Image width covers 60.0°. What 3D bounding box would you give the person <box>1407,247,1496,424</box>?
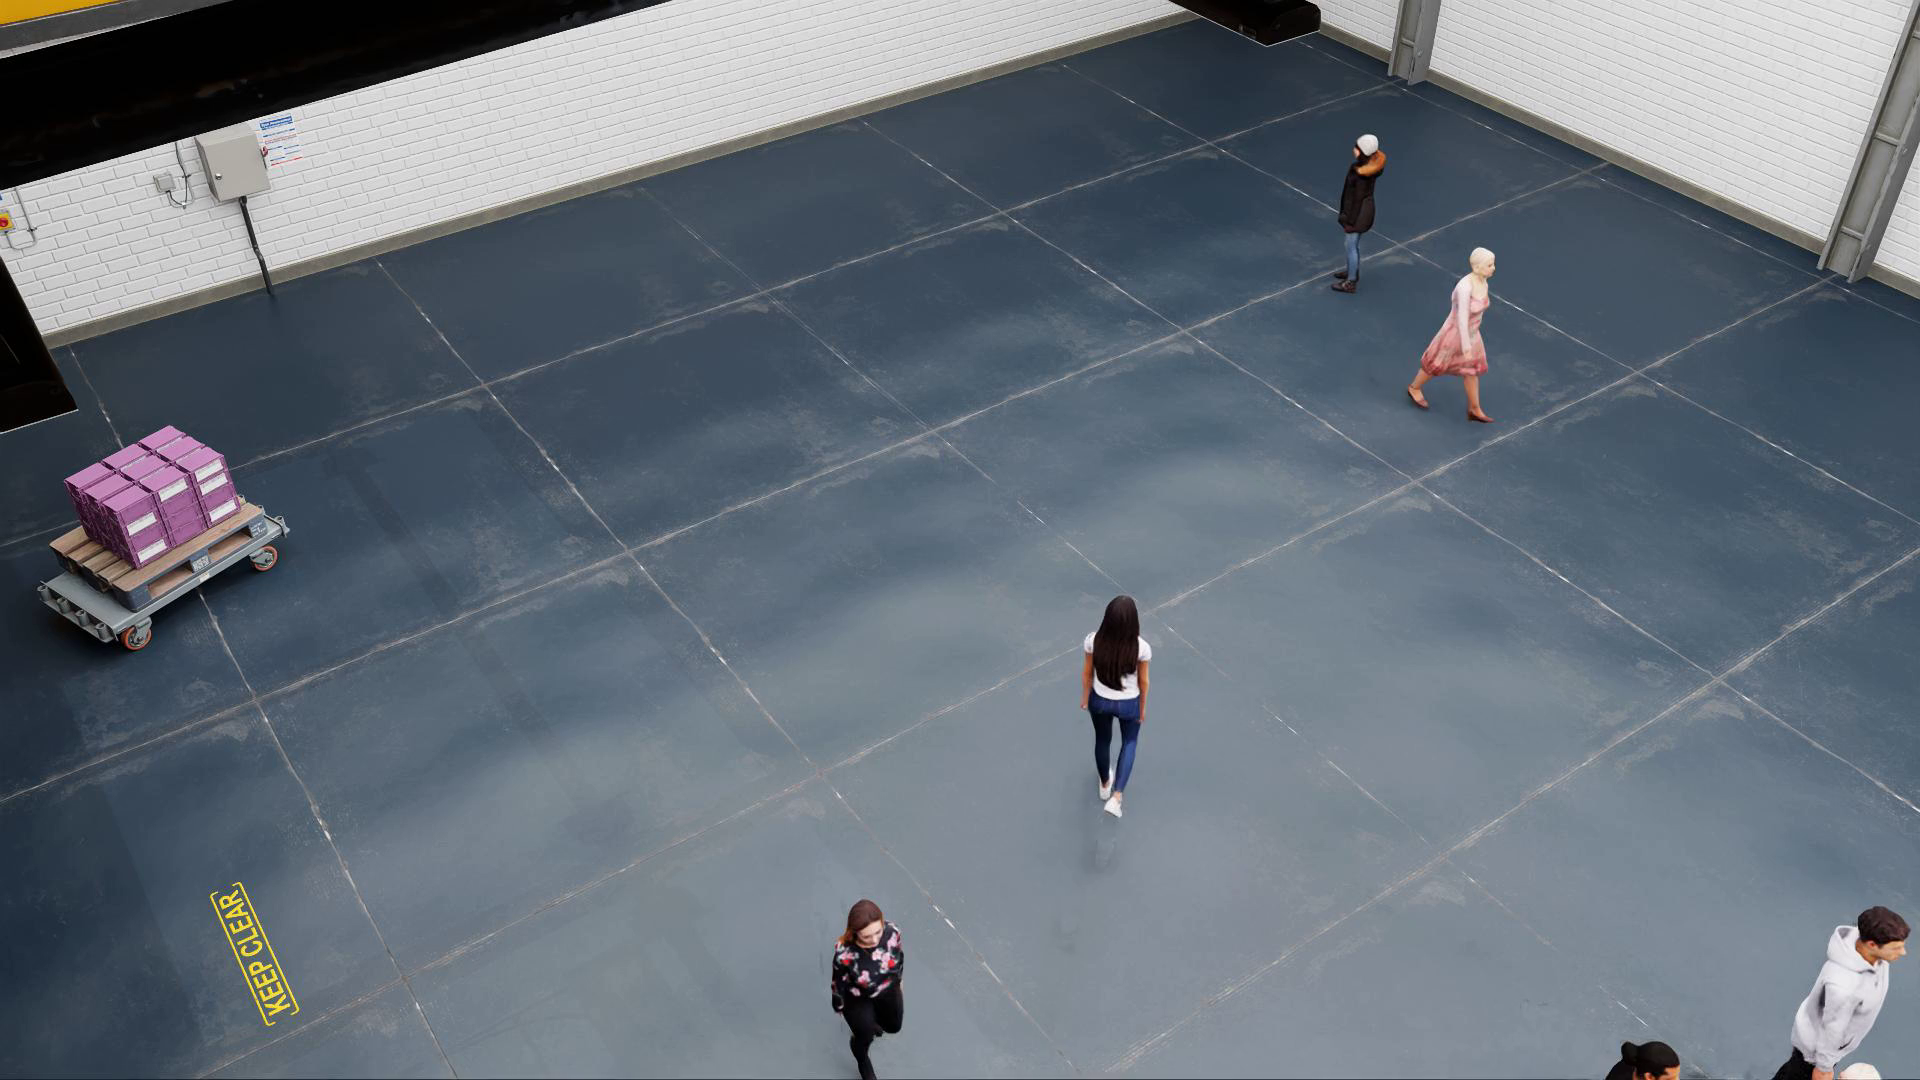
[{"bbox_3d":[4.297,-1.810,14.574,0.705,1.651,1.100,-32,48,-33],"label":"person"}]

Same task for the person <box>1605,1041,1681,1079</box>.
[{"bbox_3d":[3.174,3.043,8.422,0.834,1.745,0.769,23,44,26],"label":"person"}]

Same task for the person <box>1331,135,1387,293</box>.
[{"bbox_3d":[3.919,-3.220,16.356,0.784,1.630,0.739,11,40,14],"label":"person"}]

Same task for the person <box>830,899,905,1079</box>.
[{"bbox_3d":[-0.540,2.449,9.241,0.632,1.651,0.816,-20,43,-24],"label":"person"}]

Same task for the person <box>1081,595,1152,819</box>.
[{"bbox_3d":[0.993,1.129,10.804,0.880,1.762,0.930,8,39,9],"label":"person"}]

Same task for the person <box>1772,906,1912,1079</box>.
[{"bbox_3d":[4.567,2.599,8.832,0.726,1.928,0.750,29,47,31],"label":"person"}]
